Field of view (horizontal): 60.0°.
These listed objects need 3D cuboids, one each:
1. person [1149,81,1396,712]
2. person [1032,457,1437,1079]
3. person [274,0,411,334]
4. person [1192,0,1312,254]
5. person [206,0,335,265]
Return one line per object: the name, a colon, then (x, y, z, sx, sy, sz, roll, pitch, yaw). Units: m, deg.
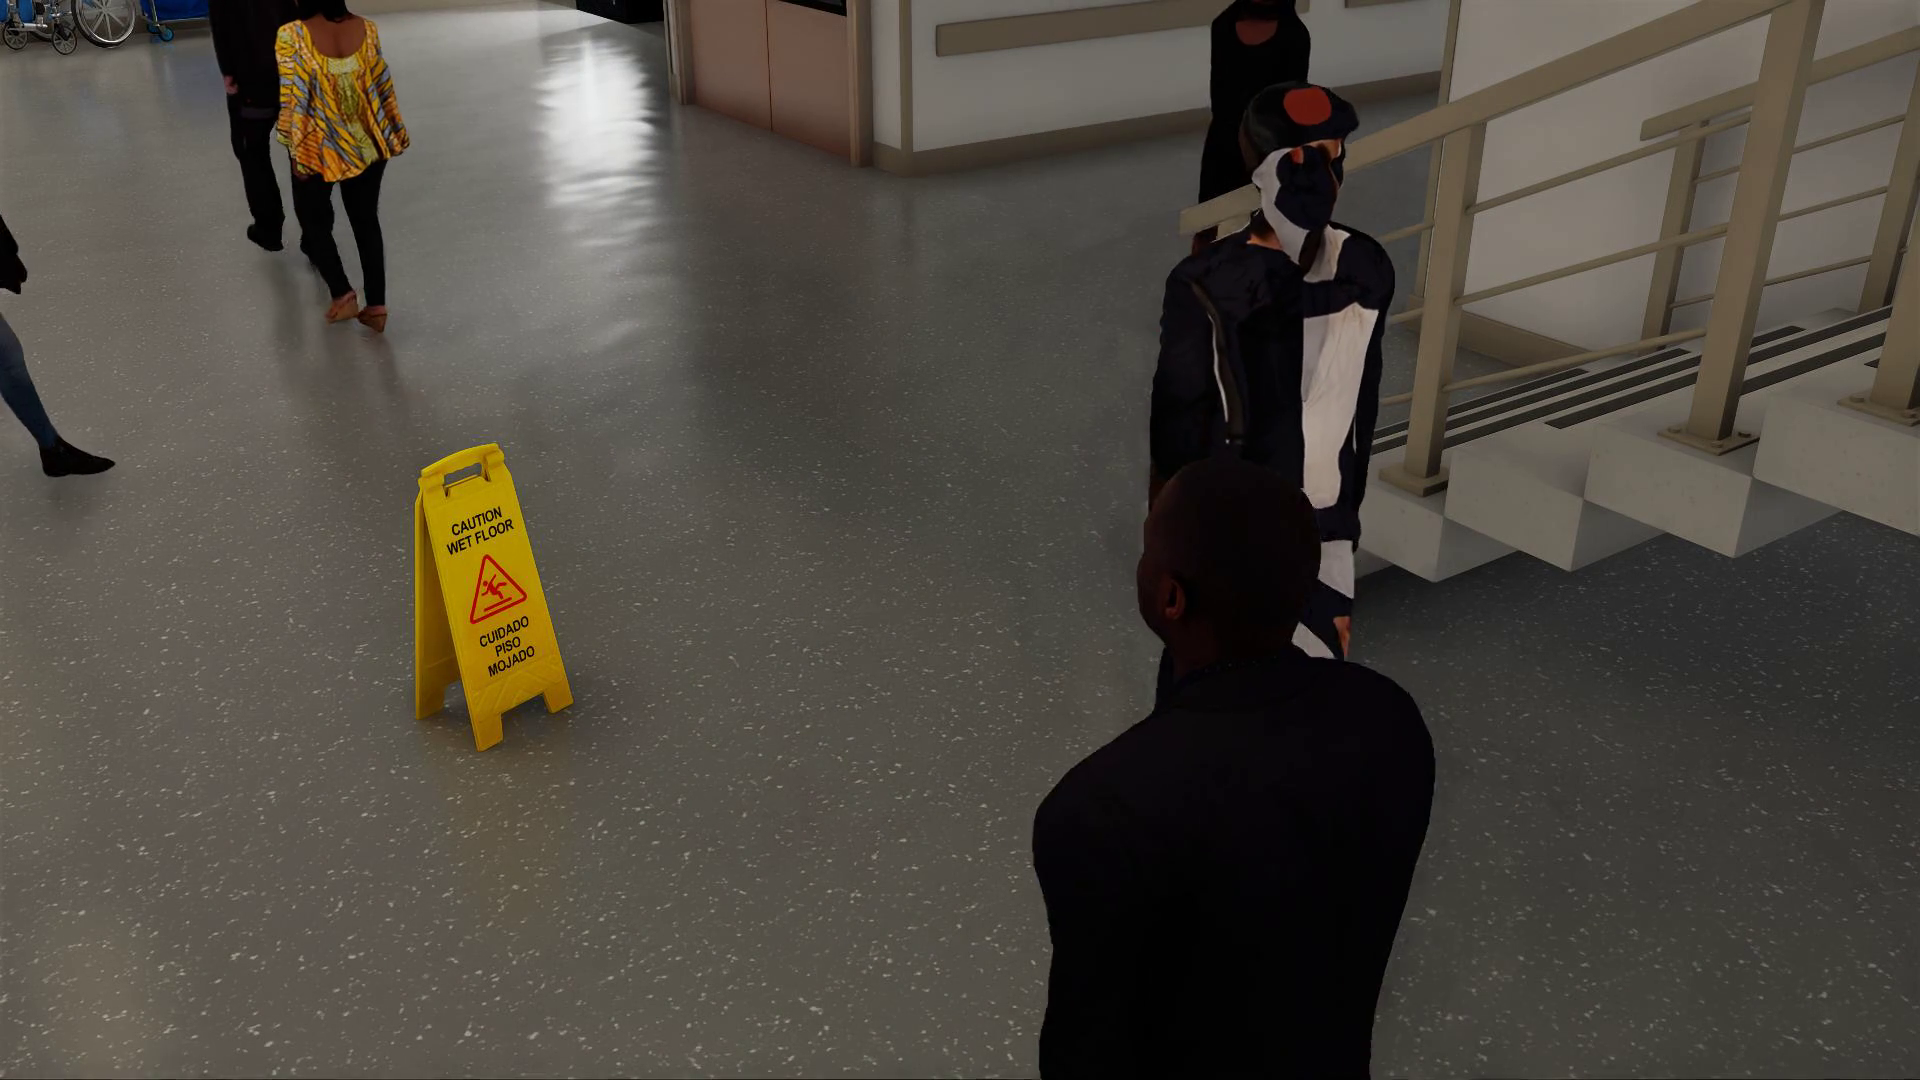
person: (0.613, -0.037, 3.632, 1.031, 1.847, 1.327, -5, 26, -11)
person: (0.350, 0.809, 1.936, 0.732, 1.796, 0.654, -16, 30, -30)
person: (-2.698, -1.699, 7.314, 0.767, 1.641, 0.795, -23, 34, -39)
person: (1.321, -1.744, 7.355, 1.029, 1.687, 0.939, 15, 30, 29)
person: (-3.404, -2.301, 8.277, 0.685, 1.889, 0.839, -16, 30, -30)
